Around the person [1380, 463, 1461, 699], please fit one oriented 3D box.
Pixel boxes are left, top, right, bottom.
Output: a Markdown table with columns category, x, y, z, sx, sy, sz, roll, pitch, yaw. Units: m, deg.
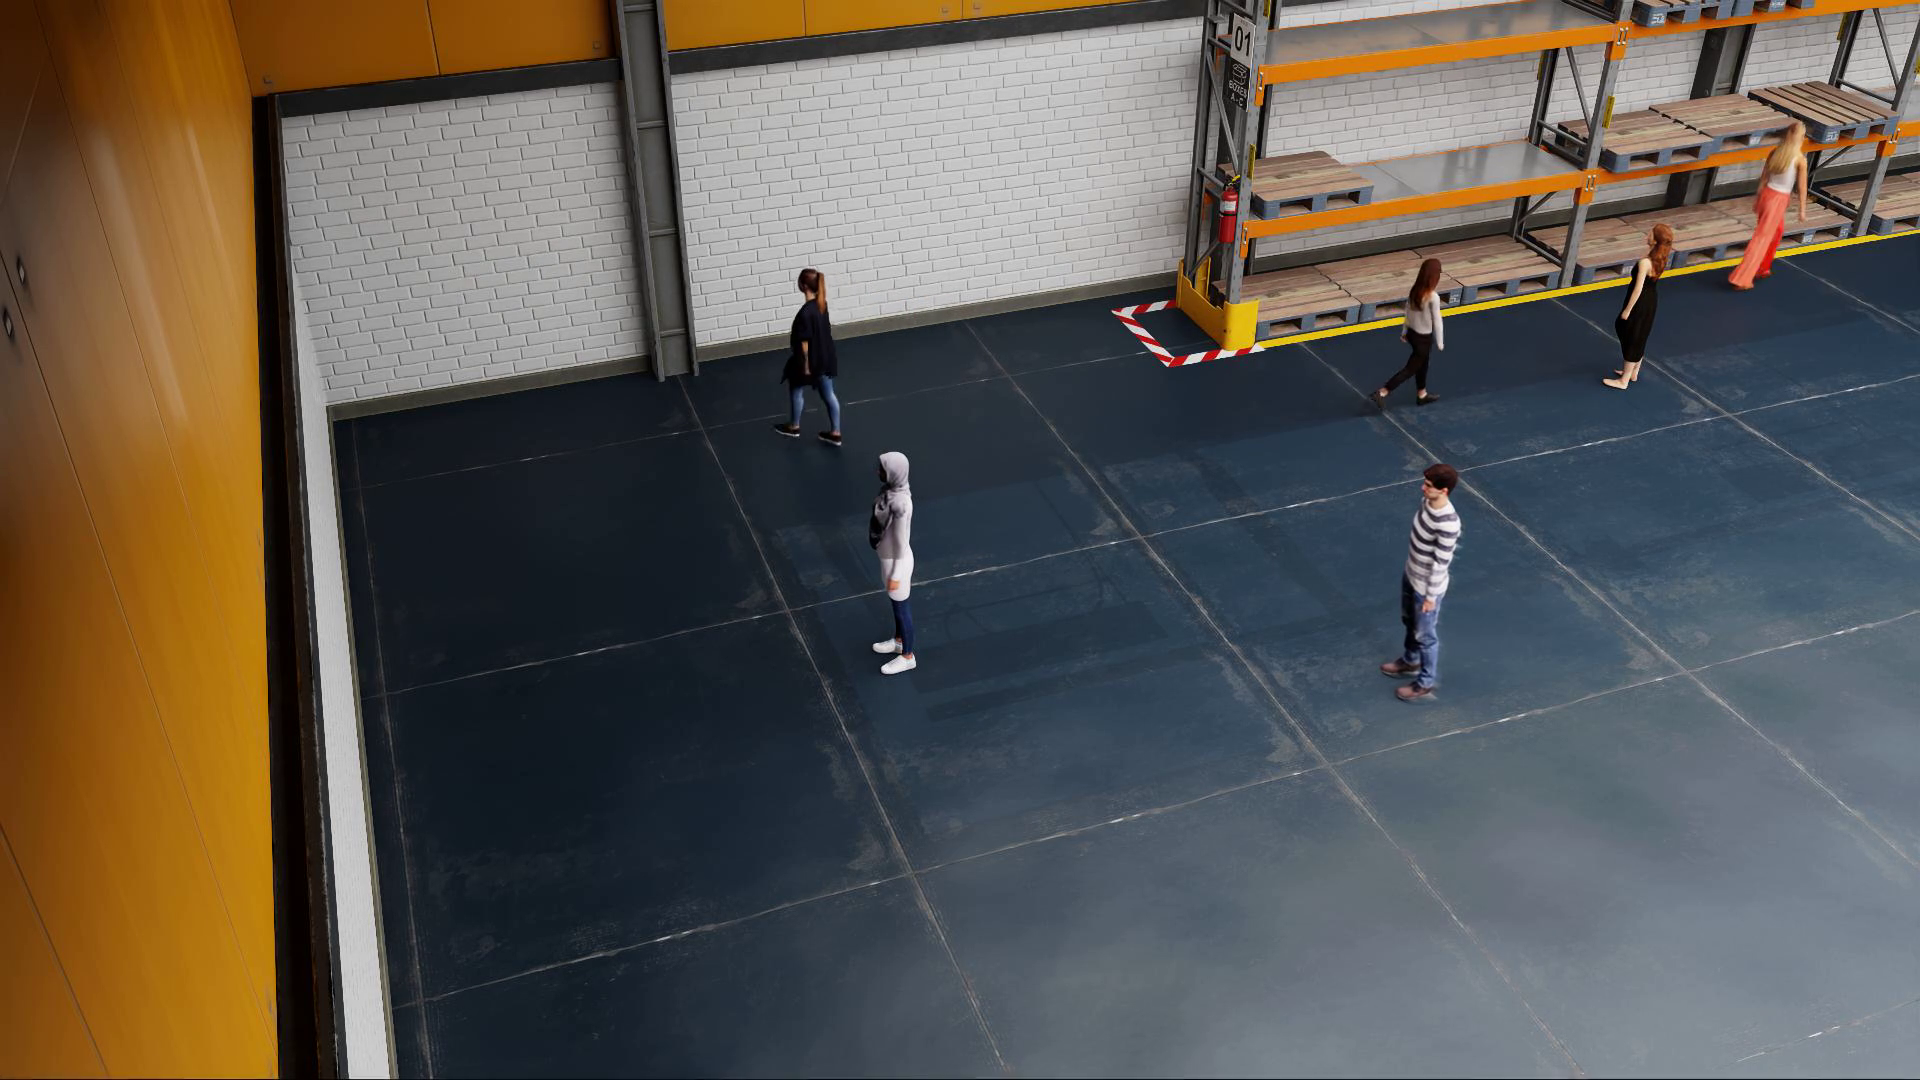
| category | x | y | z | sx | sy | sz | roll | pitch | yaw |
| --- | --- | --- | --- | --- | --- | --- | --- | --- | --- |
| person | 3.259 | 0.261 | 11.591 | 0.637 | 1.847 | 0.689 | -2 | 34 | -3 |

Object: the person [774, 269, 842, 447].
| category | x | y | z | sx | sy | sz | roll | pitch | yaw |
| --- | --- | --- | --- | --- | --- | --- | --- | --- | --- |
| person | -1.189 | -1.557 | 14.492 | 0.982 | 1.663 | 0.938 | 17 | 37 | 23 |

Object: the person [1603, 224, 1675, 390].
| category | x | y | z | sx | sy | sz | roll | pitch | yaw |
| --- | --- | --- | --- | --- | --- | --- | --- | --- | --- |
| person | 6.335 | -2.174 | 15.454 | 0.627 | 1.625 | 0.714 | -28 | 43 | -35 |

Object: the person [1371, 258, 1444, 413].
| category | x | y | z | sx | sy | sz | roll | pitch | yaw |
| --- | --- | --- | --- | --- | --- | --- | --- | --- | --- |
| person | 4.103 | -1.818 | 15.069 | 0.959 | 1.459 | 0.544 | -10 | 35 | -14 |

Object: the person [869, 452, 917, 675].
| category | x | y | z | sx | sy | sz | roll | pitch | yaw |
| --- | --- | --- | --- | --- | --- | --- | --- | --- | --- |
| person | -0.455 | 0.151 | 11.821 | 0.565 | 1.776 | 0.643 | -6 | 34 | -10 |

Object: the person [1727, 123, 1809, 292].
| category | x | y | z | sx | sy | sz | roll | pitch | yaw |
| --- | --- | --- | --- | --- | --- | --- | --- | --- | --- |
| person | 8.307 | -3.398 | 17.156 | 0.893 | 1.780 | 0.642 | -10 | 35 | -14 |
